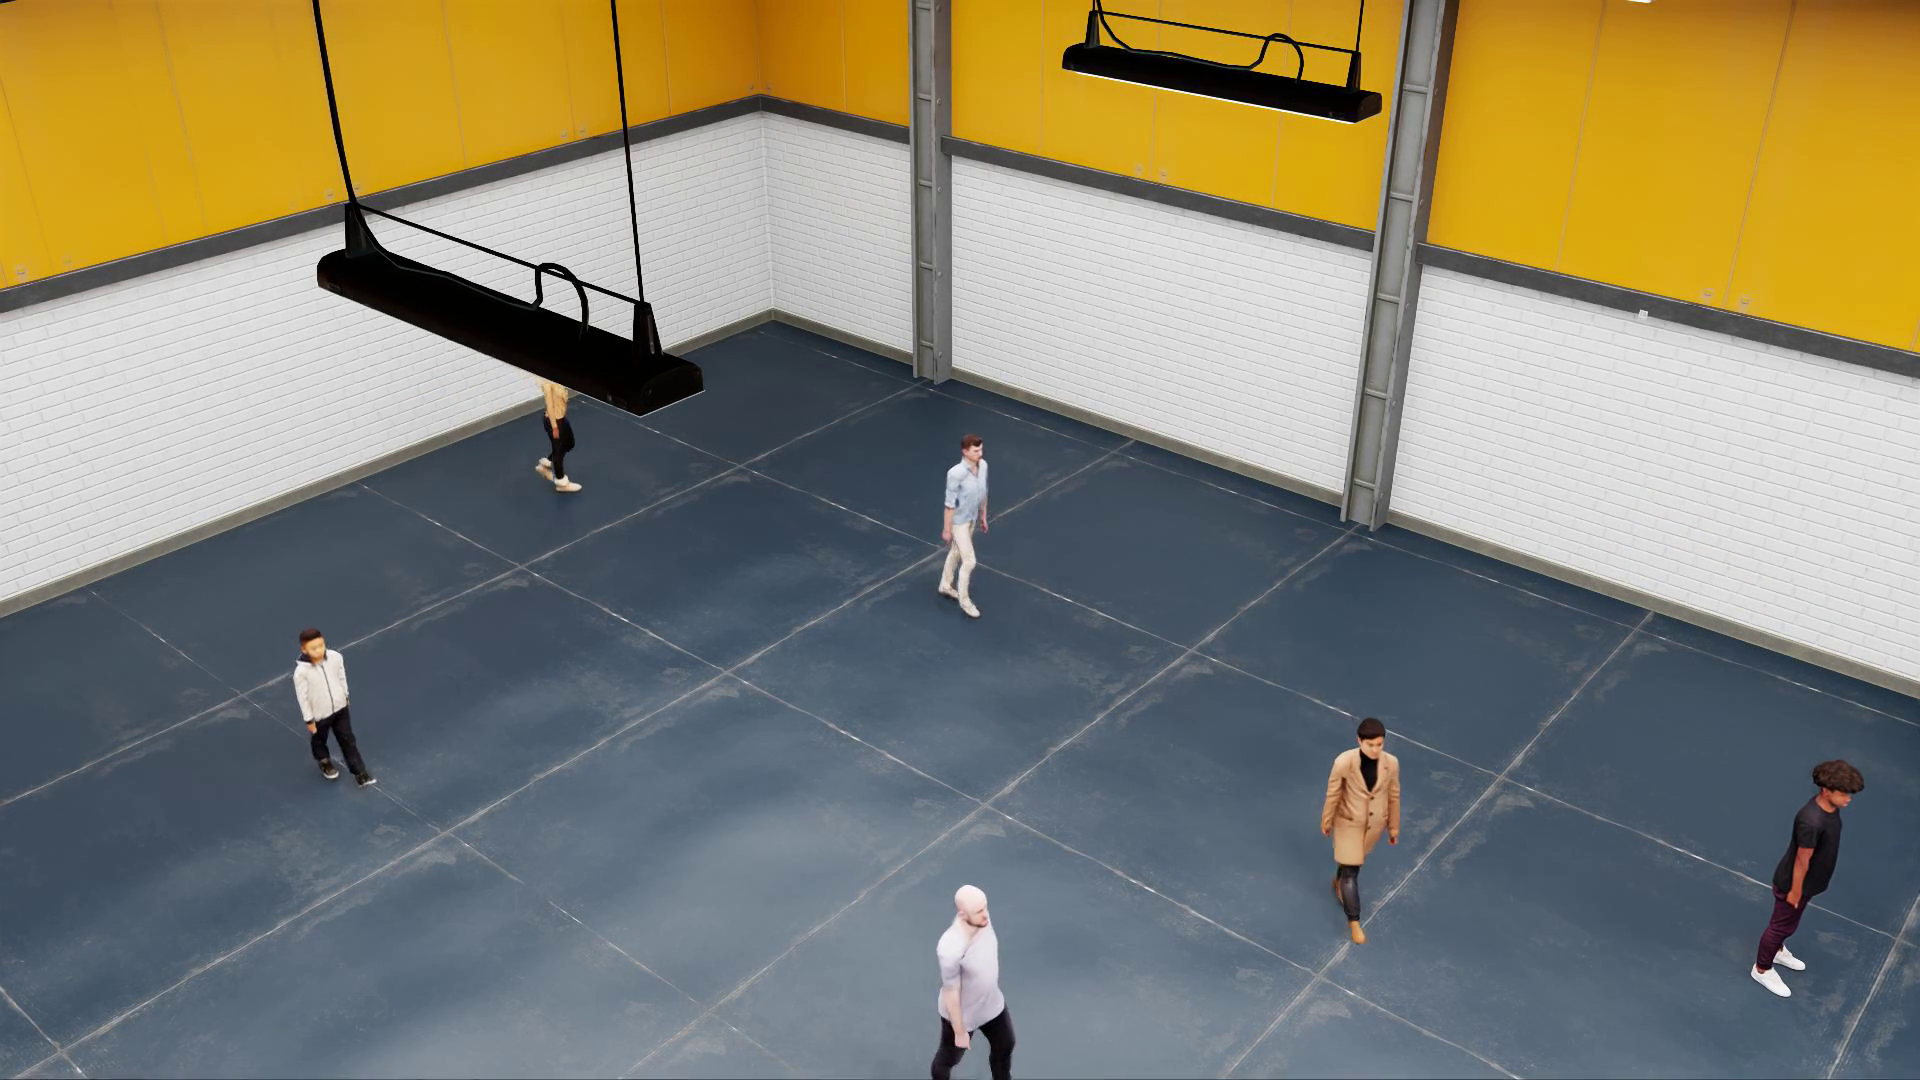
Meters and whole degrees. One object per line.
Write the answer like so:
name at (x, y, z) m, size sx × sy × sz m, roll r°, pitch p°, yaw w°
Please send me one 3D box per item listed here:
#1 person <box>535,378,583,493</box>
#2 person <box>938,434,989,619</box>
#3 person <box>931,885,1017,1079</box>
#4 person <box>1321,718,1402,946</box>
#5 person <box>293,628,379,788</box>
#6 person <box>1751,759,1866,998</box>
person at (-4.394, -1.267, 17.746) m, size 0.870 × 1.650 × 0.795 m, roll 1°, pitch 29°, yaw 3°
person at (-0.014, -0.195, 15.614) m, size 0.859 × 1.809 × 0.662 m, roll 20°, pitch 34°, yaw 32°
person at (-0.024, 2.798, 10.121) m, size 0.951 × 1.815 × 0.783 m, roll 16°, pitch 32°, yaw 26°
person at (2.818, 1.942, 11.821) m, size 1.083 × 1.690 × 1.157 m, roll -4°, pitch 29°, yaw -6°
person at (-5.090, 1.320, 13.243) m, size 0.921 × 1.420 × 0.607 m, roll 23°, pitch 36°, yaw 35°
person at (5.686, 2.226, 11.207) m, size 0.555 × 1.779 × 0.618 m, roll 23°, pitch 36°, yaw 36°
